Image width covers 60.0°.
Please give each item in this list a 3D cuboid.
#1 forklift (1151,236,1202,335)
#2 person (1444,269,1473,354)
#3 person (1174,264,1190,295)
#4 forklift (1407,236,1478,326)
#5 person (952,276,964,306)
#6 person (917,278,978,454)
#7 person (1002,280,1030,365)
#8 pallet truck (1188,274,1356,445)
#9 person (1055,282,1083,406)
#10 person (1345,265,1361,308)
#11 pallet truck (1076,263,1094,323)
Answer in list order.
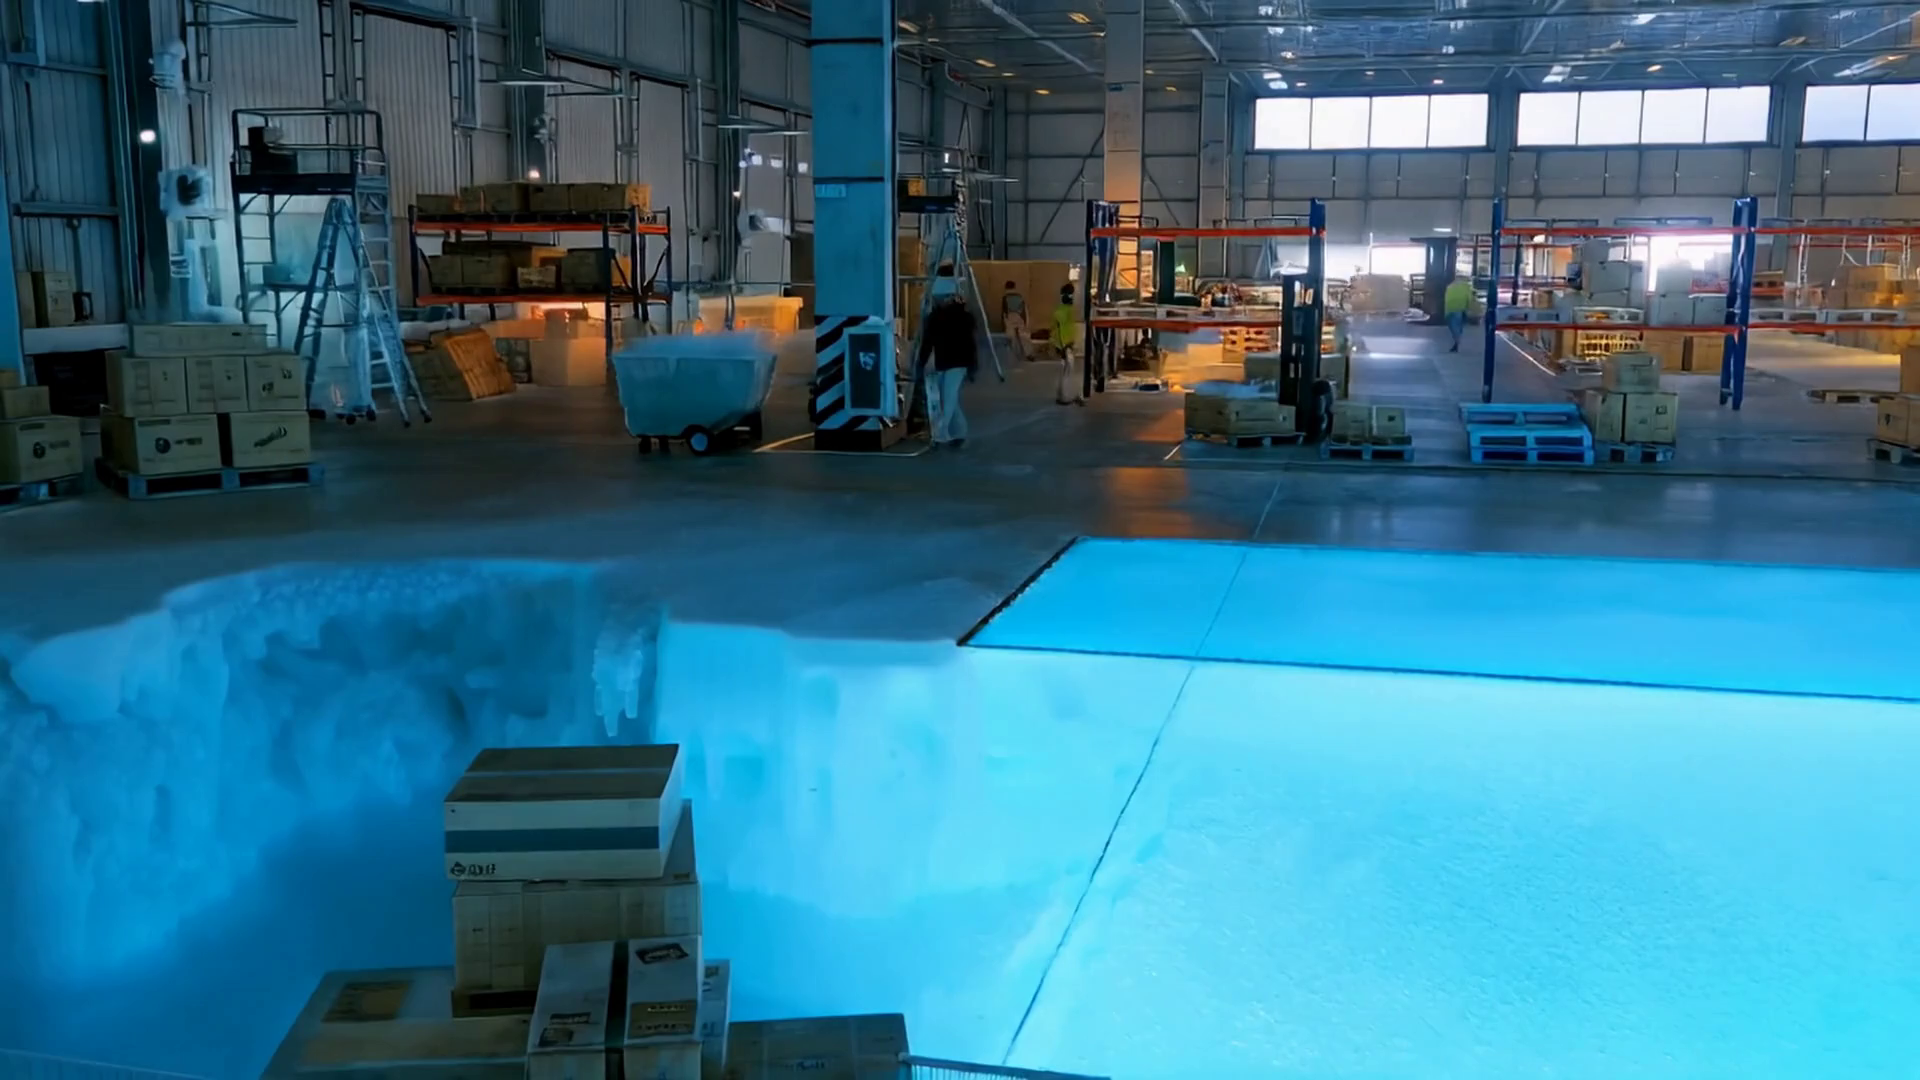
[{"bbox_3d":[5.866,-7.214,46.878,1.873,2.768,1.129,2,10,14],"label":"forklift"},{"bbox_3d":[11.298,-5.184,37.745,0.649,1.919,0.446,-1,10,-4],"label":"person"},{"bbox_3d":[7.793,-8.736,58.611,0.630,1.940,0.372,2,10,14],"label":"person"},{"bbox_3d":[15.215,-8.123,52.231,1.873,2.768,1.129,-2,10,-12],"label":"forklift"},{"bbox_3d":[-0.100,-4.485,33.976,0.511,1.815,0.896,-3,10,-17],"label":"person"},{"bbox_3d":[-0.204,-1.926,18.474,0.661,1.941,0.995,8,13,40],"label":"person"},{"bbox_3d":[1.119,-4.375,33.553,0.502,1.715,0.605,-5,11,-29],"label":"person"},{"bbox_3d":[3.653,-2.138,19.590,1.885,1.965,0.823,-4,10,-20],"label":"pallet truck"},{"bbox_3d":[1.551,-2.857,24.329,0.556,1.820,0.544,-8,13,-41],"label":"person"},{"bbox_3d":[14.592,-9.213,61.513,0.728,1.907,0.585,-2,10,-14],"label":"person"},{"bbox_3d":[4.325,-8.180,55.162,0.823,1.965,1.885,6,11,31],"label":"pallet truck"}]
